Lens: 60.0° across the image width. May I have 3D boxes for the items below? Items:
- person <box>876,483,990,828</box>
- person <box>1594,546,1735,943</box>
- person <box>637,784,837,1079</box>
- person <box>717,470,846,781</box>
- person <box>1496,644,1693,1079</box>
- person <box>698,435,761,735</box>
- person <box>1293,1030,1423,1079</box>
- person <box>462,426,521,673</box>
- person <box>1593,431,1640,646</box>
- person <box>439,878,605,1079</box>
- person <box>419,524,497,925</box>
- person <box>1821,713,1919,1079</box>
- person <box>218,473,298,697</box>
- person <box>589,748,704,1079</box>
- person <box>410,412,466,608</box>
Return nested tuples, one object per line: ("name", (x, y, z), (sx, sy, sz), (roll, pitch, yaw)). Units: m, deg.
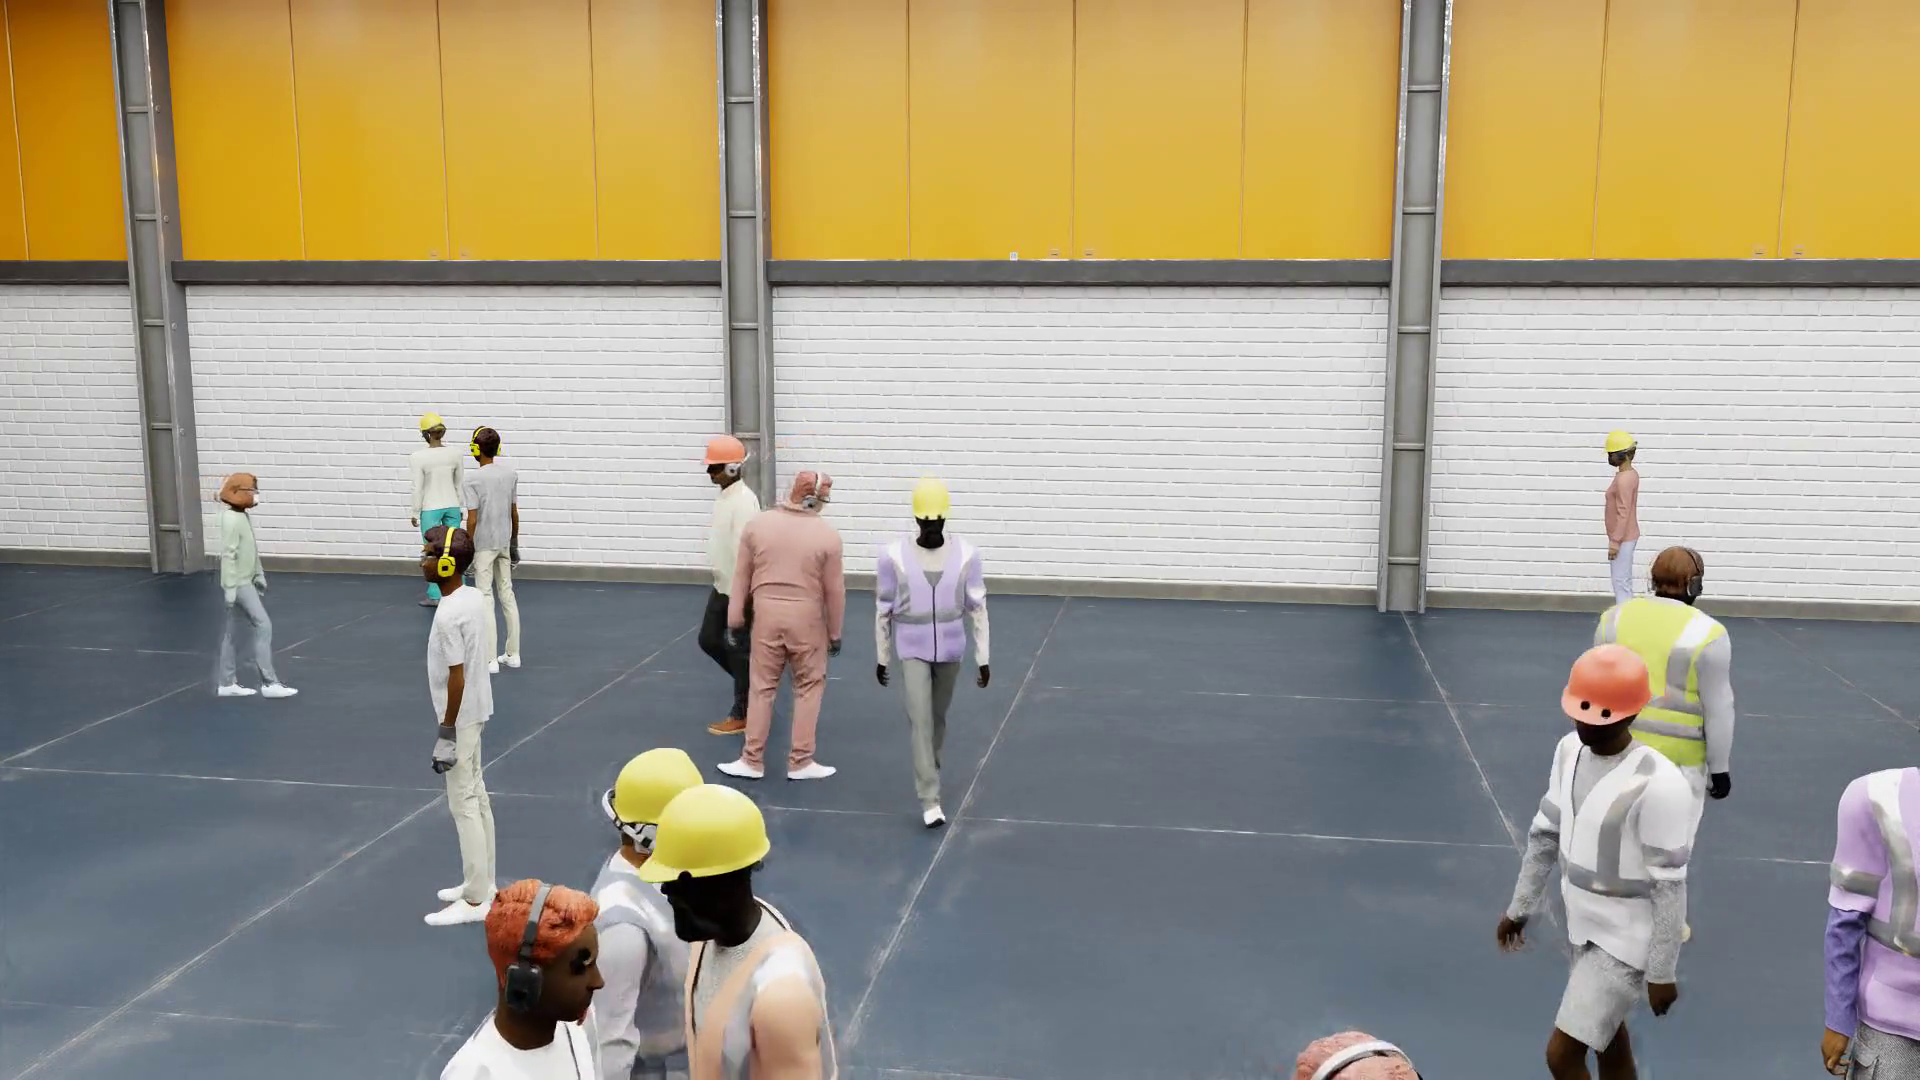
("person", (-0.141, 0.614, 9.211), (0.610, 1.870, 0.978), (-2, 9, -12))
("person", (3.095, 0.932, 7.428), (0.512, 1.821, 0.671), (-6, 11, -32))
("person", (-0.402, 1.467, 3.889), (0.653, 1.905, 0.597), (-4, 10, -25))
("person", (-1.070, 0.508, 9.924), (0.805, 1.865, 0.418), (2, 9, 12))
("person", (1.955, 1.241, 5.249), (0.646, 1.903, 0.600), (-1, 9, -7))
("person", (-1.492, 0.300, 10.851), (0.422, 1.980, 0.615), (-4, 10, -26))
("person", (0.693, 1.680, 2.725), (0.654, 1.839, 1.014), (-7, 11, -36))
("person", (-3.559, 0.071, 12.585), (0.317, 1.870, 0.531), (6, 11, 34))
("person", (5.287, 0.000, 13.371), (0.326, 1.760, 0.524), (5, 10, 26))
("person", (-0.947, 1.571, 3.437), (0.961, 1.848, 0.586), (1, 9, 4))
("person", (-2.352, 0.852, 7.753), (0.328, 1.876, 0.514), (-1, 9, -5))
("person", (2.663, 1.295, 4.495), (0.605, 2.045, 0.379), (2, 9, 13))
("person", (-4.987, 0.327, 11.789), (0.687, 1.607, 0.530), (-2, 9, -13))
("person", (-0.744, 1.424, 4.496), (0.946, 1.775, 0.590), (-1, 9, -4))
("person", (-4.715, -0.273, 15.029), (0.309, 1.769, 0.524), (9, 13, 43))
